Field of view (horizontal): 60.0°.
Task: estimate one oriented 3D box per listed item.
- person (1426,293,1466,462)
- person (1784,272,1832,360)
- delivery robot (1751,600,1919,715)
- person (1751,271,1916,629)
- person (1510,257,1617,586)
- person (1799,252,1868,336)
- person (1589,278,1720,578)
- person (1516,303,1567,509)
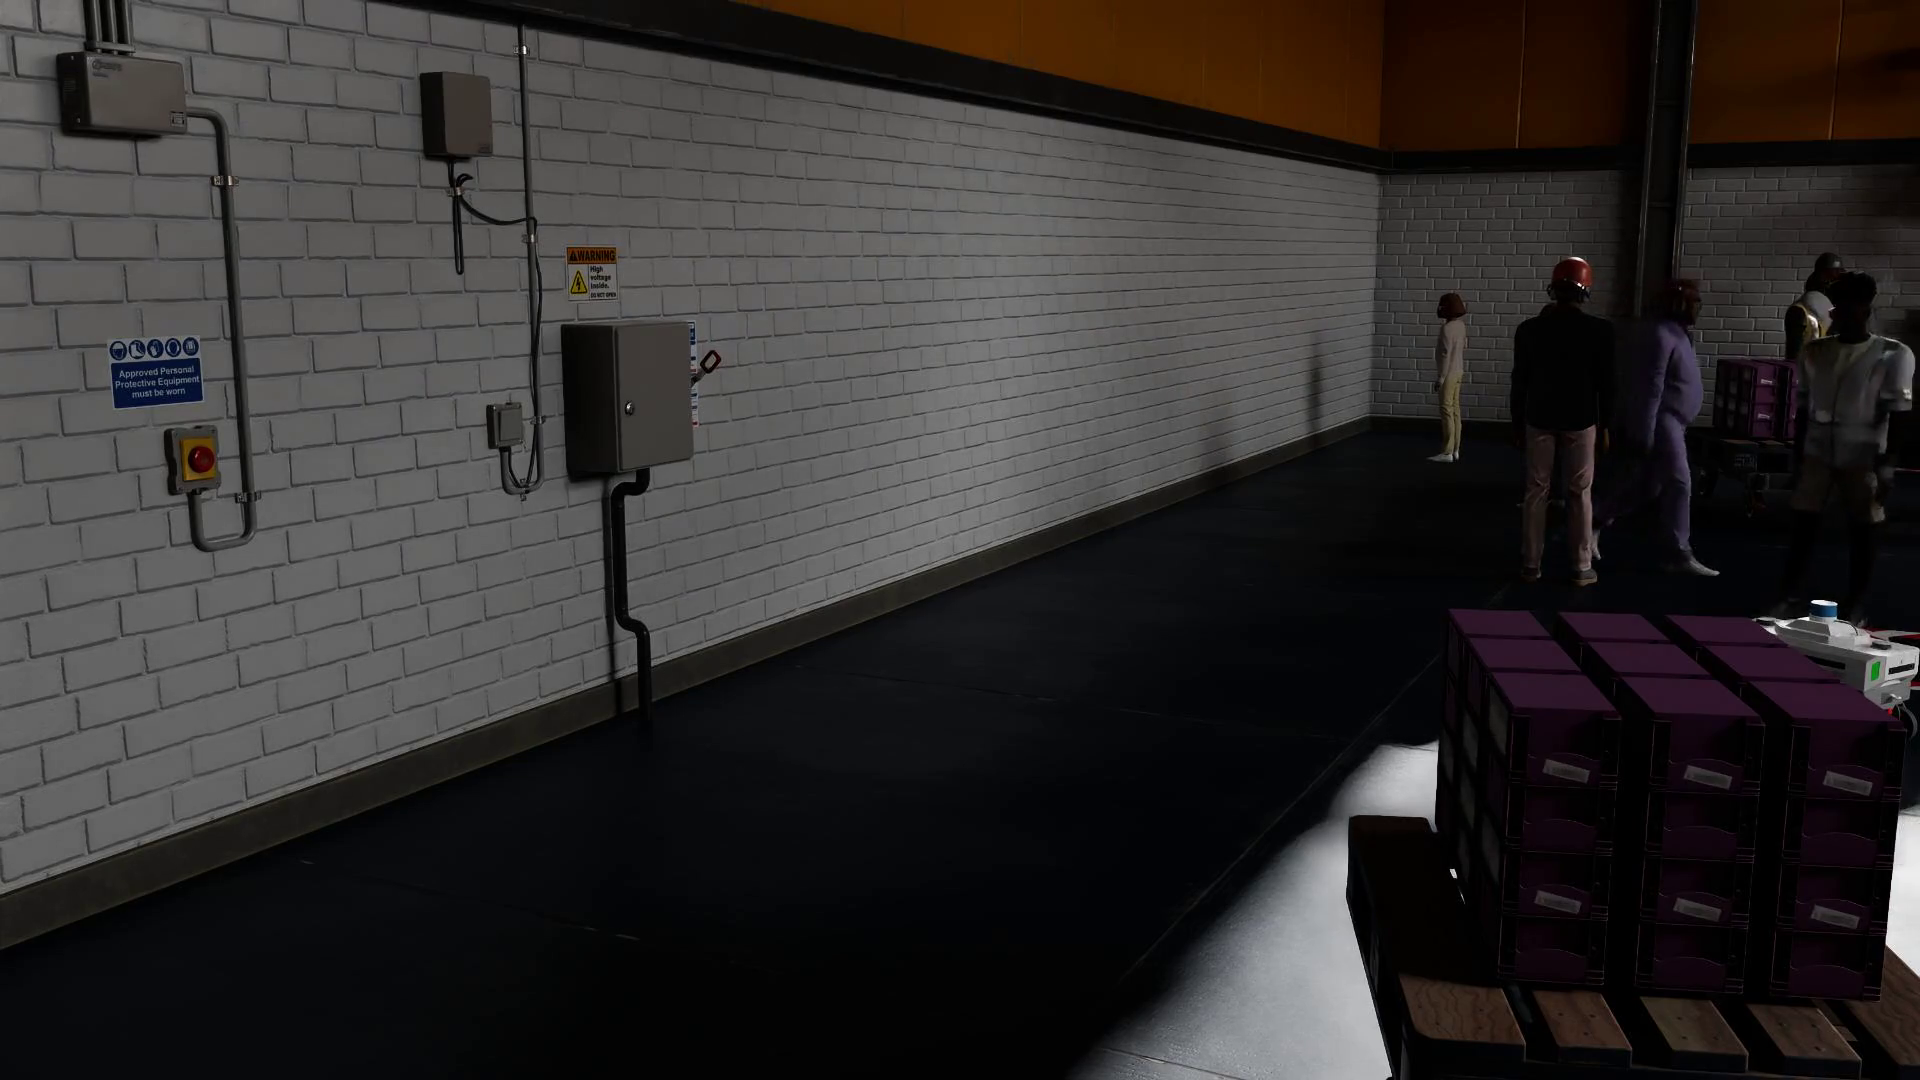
[{"bbox_3d":[4.744,-1.575,16.169,0.277,1.633,0.507,7,12,33],"label":"person"},{"bbox_3d":[8.117,-1.629,15.895,0.624,1.841,0.430,-7,12,-34],"label":"person"},{"bbox_3d":[3.627,0.499,7.015,0.477,0.478,0.707,-6,11,-30],"label":"delivery robot"},{"bbox_3d":[4.569,-0.424,8.662,0.958,1.917,0.630,-8,13,-39],"label":"person"},{"bbox_3d":[3.677,-0.719,10.169,0.612,1.995,0.393,5,11,28],"label":"person"},{"bbox_3d":[8.244,-1.737,15.930,0.681,2.000,0.538,-1,10,-7],"label":"person"},{"bbox_3d":[4.392,-0.726,10.577,0.888,1.877,0.651,6,12,32],"label":"person"},{"bbox_3d":[4.631,-1.041,13.079,0.500,1.633,0.284,-4,11,-23],"label":"person"}]
